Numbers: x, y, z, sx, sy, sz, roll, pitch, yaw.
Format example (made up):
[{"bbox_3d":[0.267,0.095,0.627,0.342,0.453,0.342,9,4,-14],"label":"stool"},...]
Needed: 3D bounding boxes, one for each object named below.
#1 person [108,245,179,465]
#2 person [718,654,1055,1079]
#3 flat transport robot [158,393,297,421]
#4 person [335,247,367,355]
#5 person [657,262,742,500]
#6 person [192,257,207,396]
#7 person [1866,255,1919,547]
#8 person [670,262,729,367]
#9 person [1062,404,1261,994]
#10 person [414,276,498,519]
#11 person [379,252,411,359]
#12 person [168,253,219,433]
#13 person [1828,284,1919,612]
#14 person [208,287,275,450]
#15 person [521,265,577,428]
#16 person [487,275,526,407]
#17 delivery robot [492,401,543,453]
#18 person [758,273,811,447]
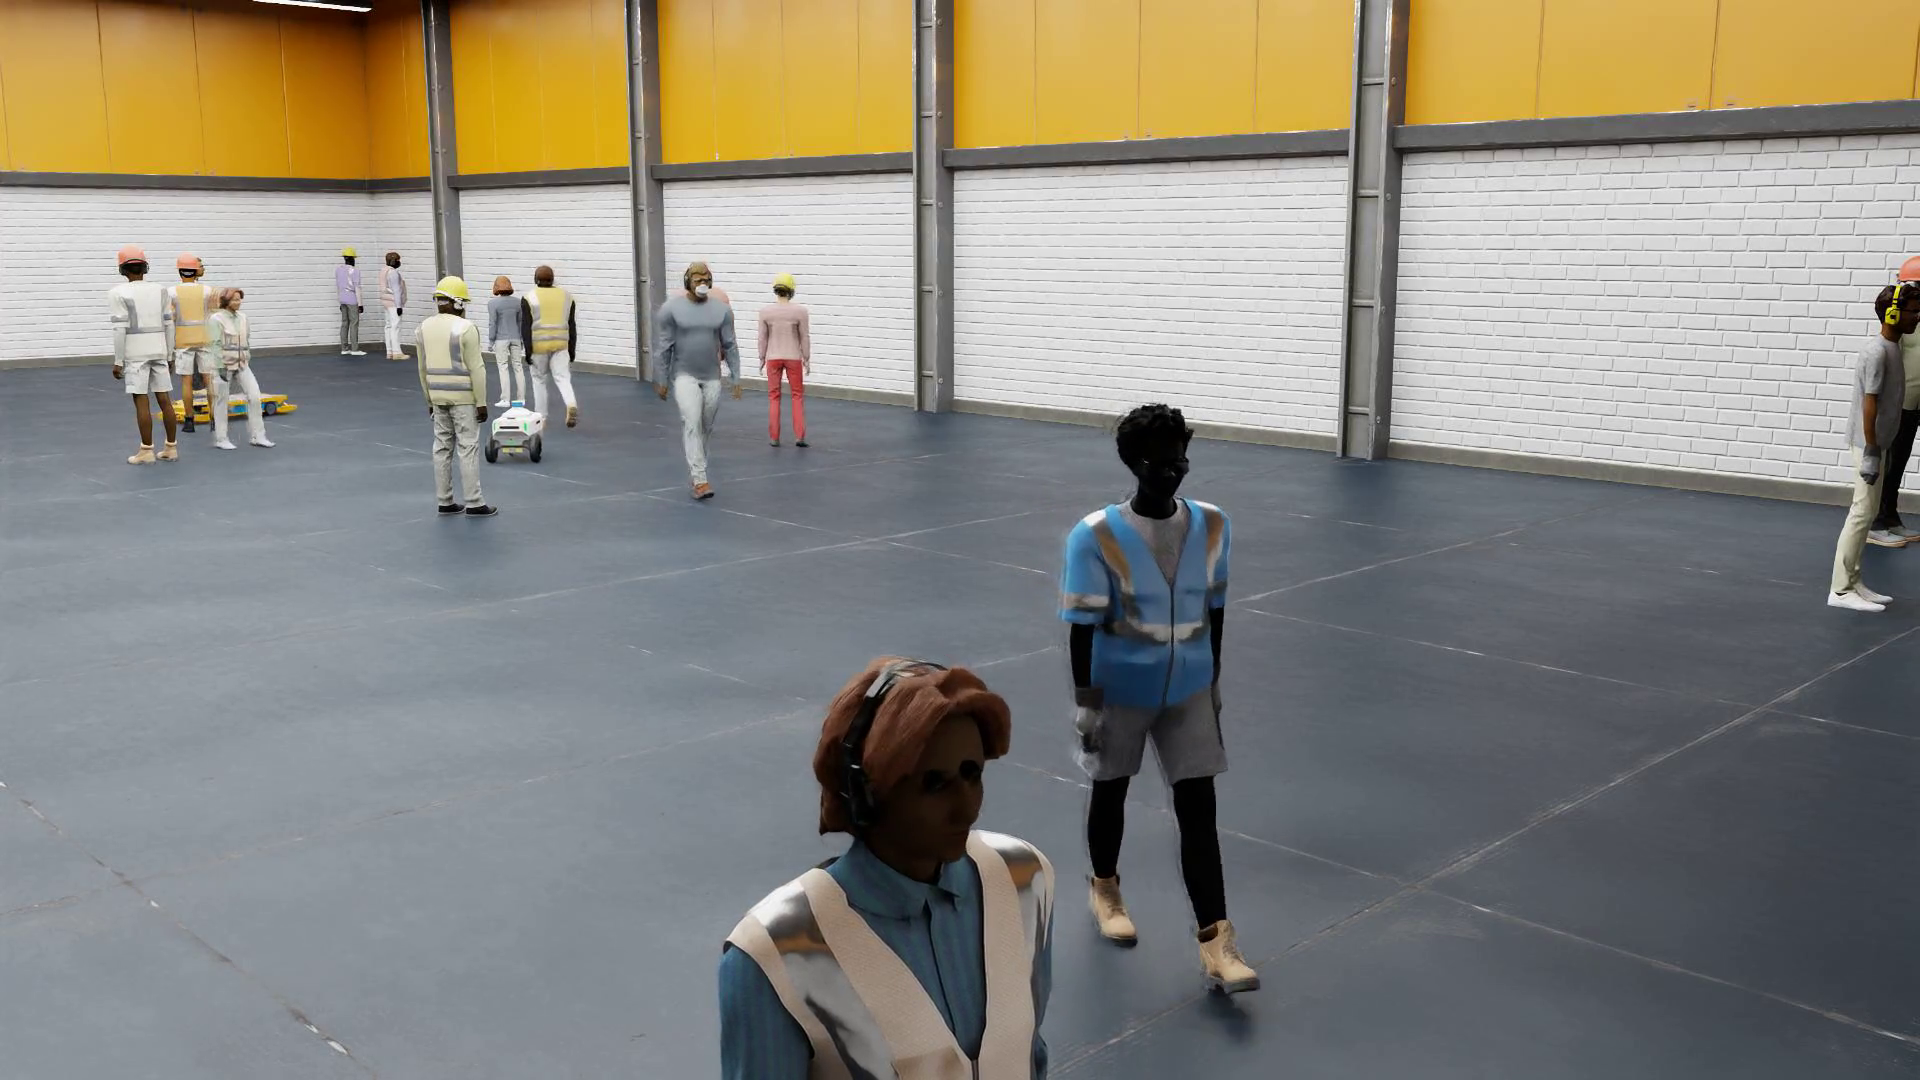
[{"bbox_3d":[-7.617,-1.713,15.489,0.394,2.040,0.609,6,12,30],"label":"person"},{"bbox_3d":[-0.070,0.944,2.099,0.525,1.637,0.307,-9,14,-41],"label":"person"},{"bbox_3d":[-8.581,-1.569,19.527,0.652,0.197,1.431,5,11,25],"label":"flat transport robot"},{"bbox_3d":[-10.861,-4.251,29.665,0.588,1.918,0.405,6,12,30],"label":"person"},{"bbox_3d":[-2.067,-1.274,13.445,0.648,1.903,0.925,-5,12,-27],"label":"person"},{"bbox_3d":[-10.149,-2.839,22.157,0.345,1.847,0.506,-3,11,-14],"label":"person"},{"bbox_3d":[6.525,-0.959,11.495,0.608,1.995,0.379,-9,14,-41],"label":"person"},{"bbox_3d":[-2.749,-2.013,17.643,0.632,1.848,0.973,0,10,2],"label":"person"},{"bbox_3d":[0.569,0.449,4.727,0.548,1.649,0.861,-3,11,-17],"label":"person"},{"bbox_3d":[-3.798,-1.070,12.564,0.587,1.828,0.404,5,11,25],"label":"person"},{"bbox_3d":[-9.759,-4.038,28.705,0.429,1.843,0.627,-8,13,-36],"label":"person"},{"bbox_3d":[-8.324,-2.135,18.066,0.545,1.938,0.361,-6,12,-29],"label":"person"},{"bbox_3d":[5.230,-0.520,9.489,0.321,1.862,0.509,7,13,34],"label":"person"},{"bbox_3d":[-7.180,-1.689,16.523,0.666,1.617,0.537,5,11,23],"label":"person"},{"bbox_3d":[-4.501,-2.120,18.345,0.638,1.819,0.801,-7,12,-33],"label":"person"},{"bbox_3d":[-5.660,-2.476,20.757,0.278,1.631,0.505,10,14,43],"label":"person"},{"bbox_3d":[-4.208,-1.081,15.837,0.477,0.478,0.707,0,10,-2],"label":"delivery robot"},{"bbox_3d":[-1.783,-1.794,16.759,0.551,1.753,0.484,1,10,3],"label":"person"}]
